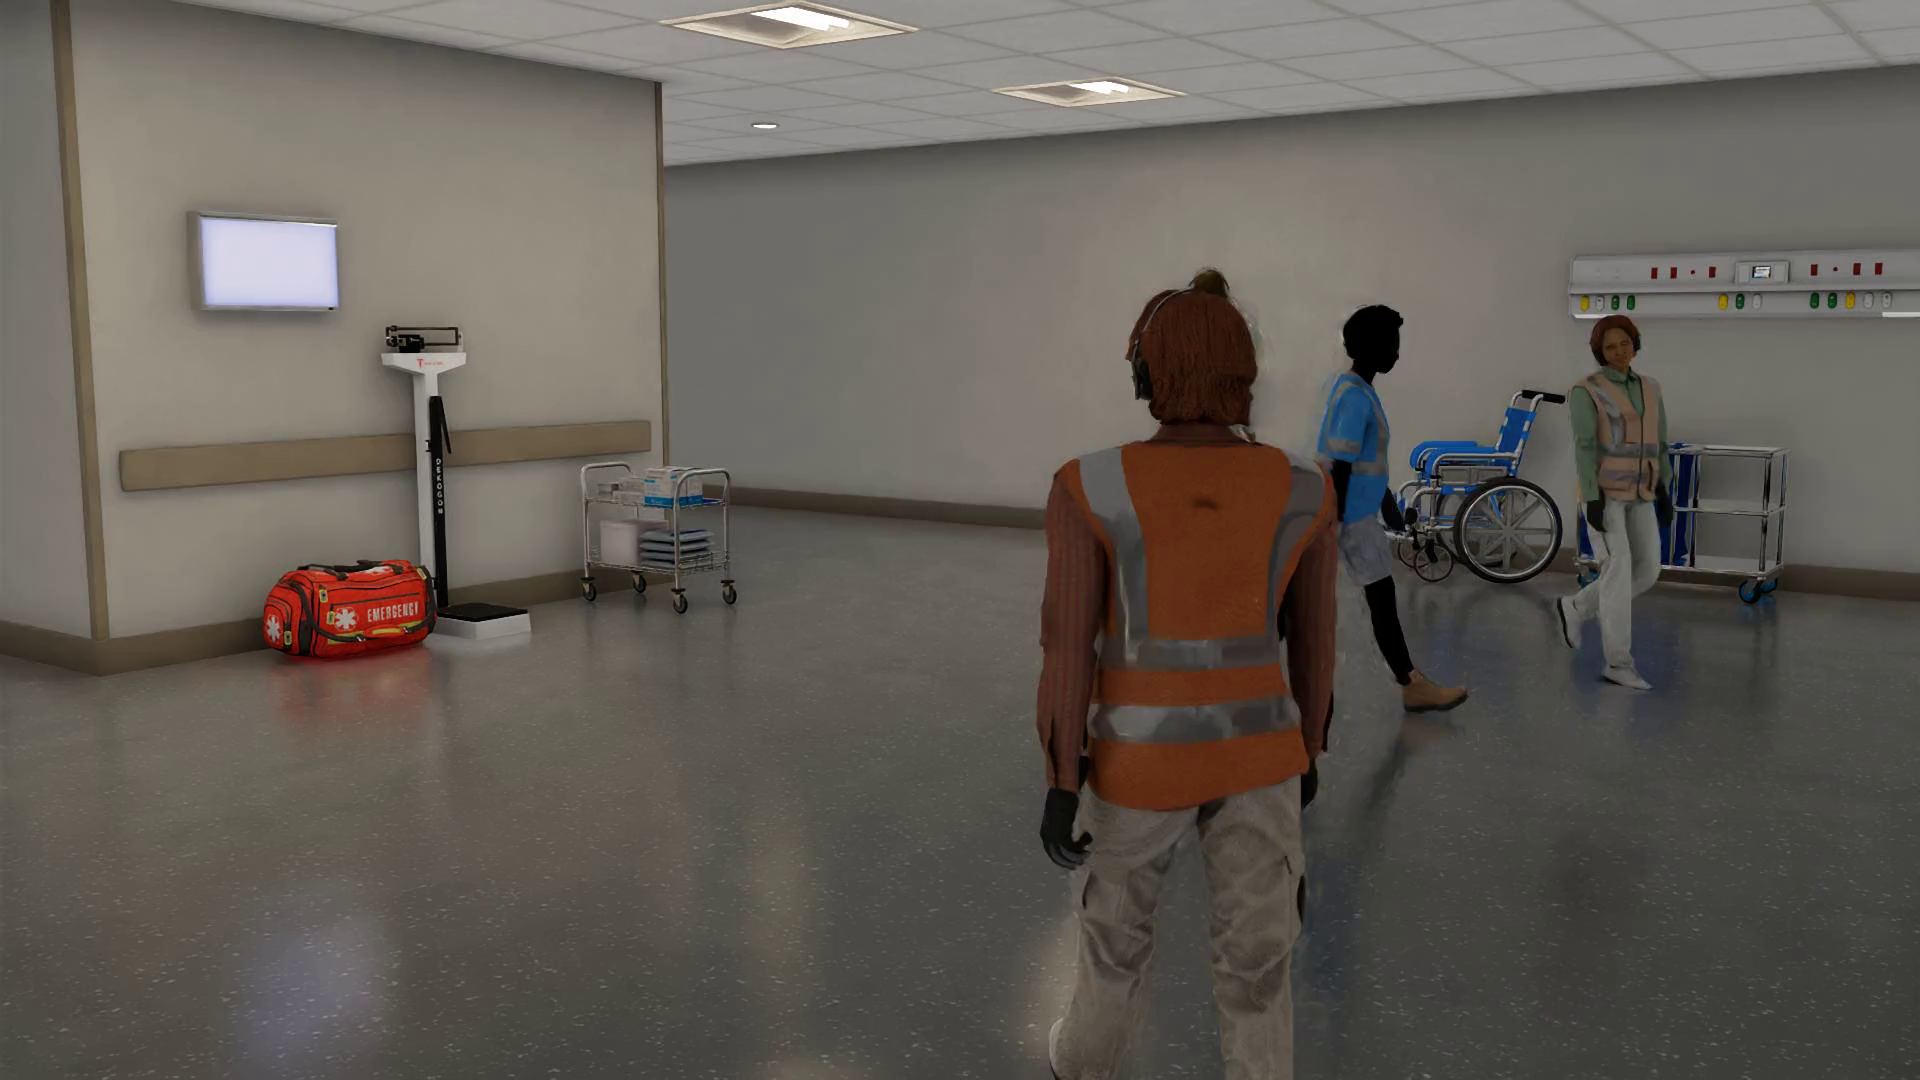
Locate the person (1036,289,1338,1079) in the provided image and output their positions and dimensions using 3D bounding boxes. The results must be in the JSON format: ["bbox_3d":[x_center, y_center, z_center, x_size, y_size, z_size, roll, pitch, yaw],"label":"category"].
[{"bbox_3d":[0.378,0.383,2.847,0.542,1.594,0.856,-1,7,-6],"label":"person"}]

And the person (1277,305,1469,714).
[{"bbox_3d":[1.567,-0.117,6.690,0.899,1.644,0.540,1,7,8],"label":"person"}]

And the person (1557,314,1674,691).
[{"bbox_3d":[2.861,-0.177,7.302,0.534,1.615,0.611,-3,8,-25],"label":"person"}]

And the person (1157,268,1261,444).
[{"bbox_3d":[1.510,-0.686,10.144,0.625,1.919,0.599,1,7,11],"label":"person"}]
